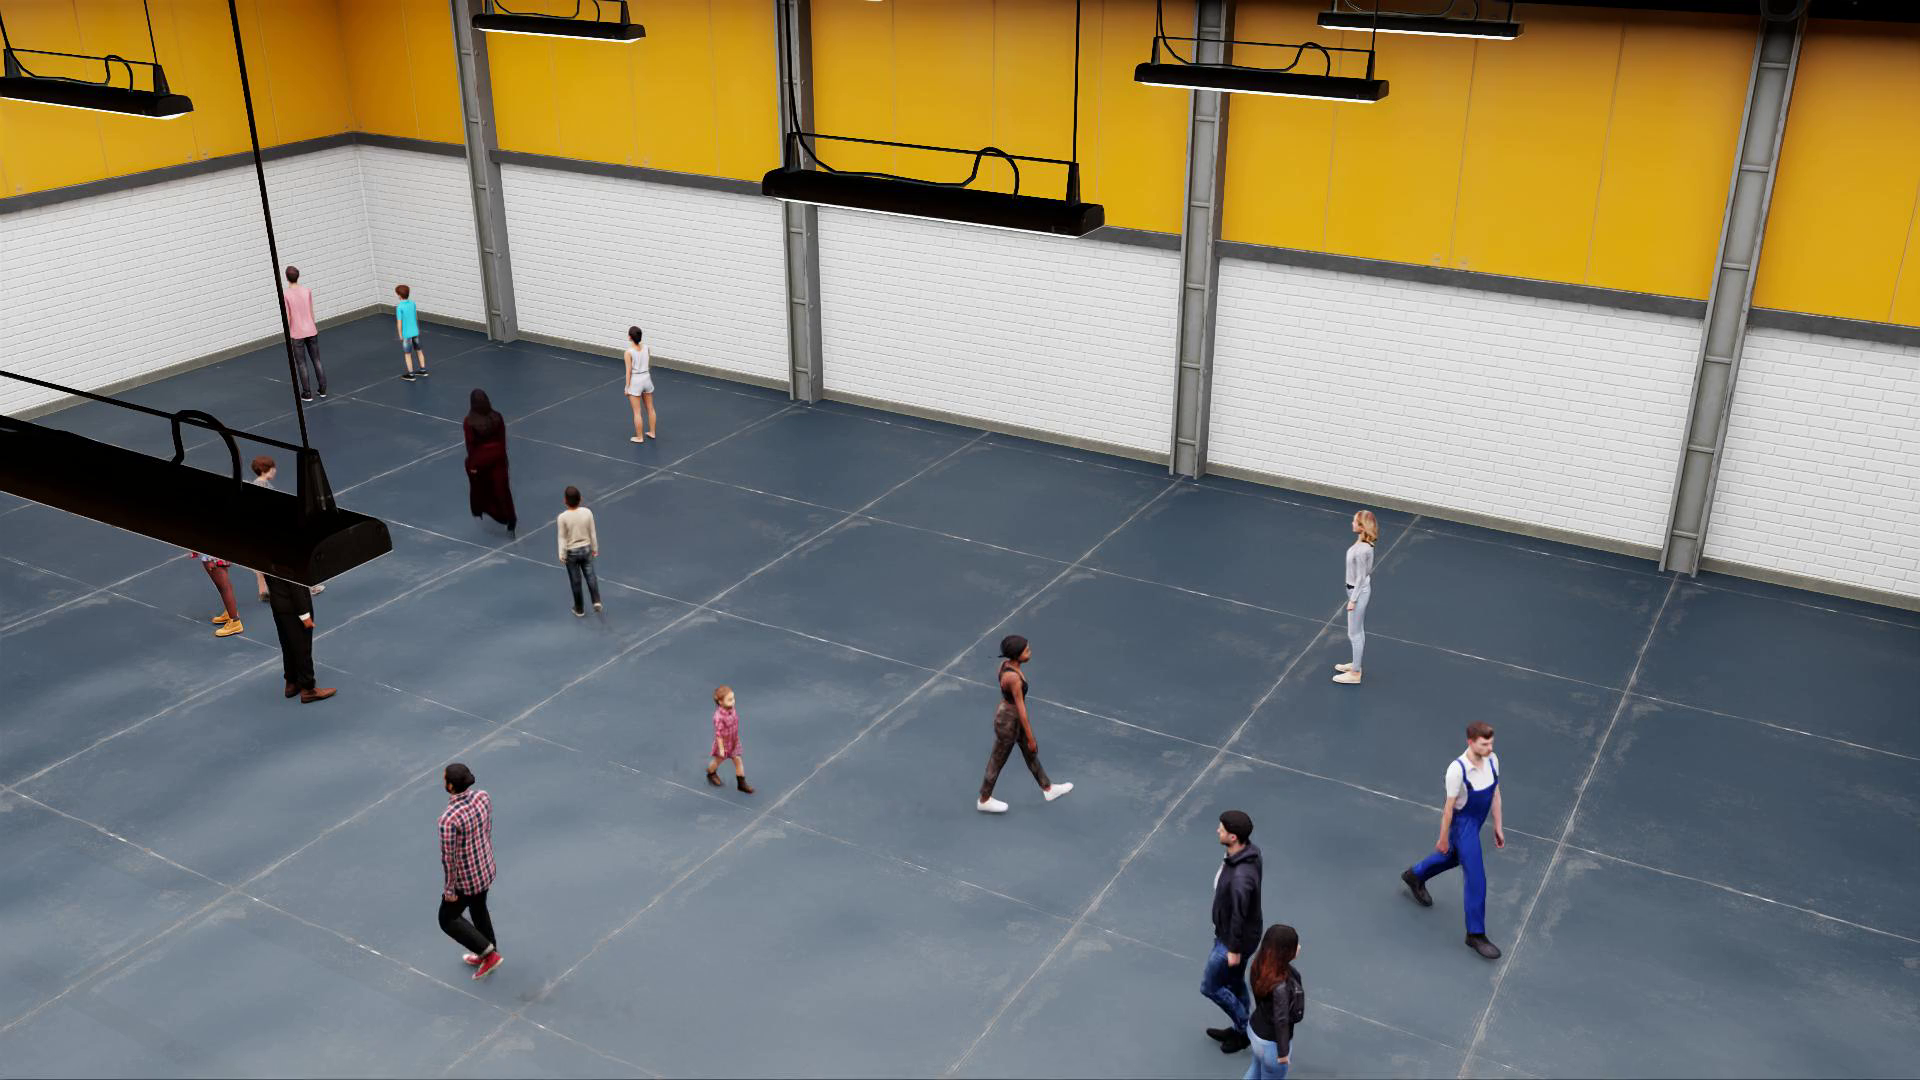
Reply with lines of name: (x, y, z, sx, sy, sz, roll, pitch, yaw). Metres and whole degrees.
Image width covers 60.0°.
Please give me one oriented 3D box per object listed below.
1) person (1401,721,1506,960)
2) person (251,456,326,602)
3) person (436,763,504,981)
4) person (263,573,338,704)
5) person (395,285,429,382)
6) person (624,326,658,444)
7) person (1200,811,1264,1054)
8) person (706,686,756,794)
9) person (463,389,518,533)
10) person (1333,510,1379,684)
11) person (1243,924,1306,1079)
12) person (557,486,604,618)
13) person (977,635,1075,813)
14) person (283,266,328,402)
person: (3.737, 2.124, 12.478, 0.988, 1.807, 1.340, -17, 29, -33)
person: (-7.473, -0.091, 17.768, 0.980, 1.629, 0.968, -10, 26, -22)
person: (-3.473, 2.397, 11.925, 0.735, 1.750, 0.757, 8, 25, 18)
person: (-6.353, 0.629, 15.777, 0.614, 1.904, 0.802, 19, 30, 36)
person: (-8.250, -3.126, 24.940, 0.472, 1.446, 0.524, 14, 27, 28)
person: (-4.316, -2.108, 22.416, 0.614, 1.601, 0.614, 20, 31, 38)
person: (1.945, 2.668, 11.150, 0.761, 1.874, 0.772, 6, 24, 14)
person: (-2.057, 1.712, 14.410, 0.717, 1.015, 0.425, 13, 27, 28)
person: (-5.478, -0.878, 19.471, 0.951, 1.708, 1.226, -18, 29, -35)
person: (3.851, 0.543, 16.109, 0.562, 1.796, 0.628, 7, 25, 17)
person: (1.952, 3.108, 10.443, 0.760, 1.634, 0.732, -3, 24, -6)
person: (-3.977, 0.155, 17.424, 0.696, 1.454, 0.778, -15, 28, -31)
person: (0.335, 1.569, 13.924, 1.150, 1.666, 0.982, -2, 24, -4)
person: (-9.477, -2.986, 23.979, 0.617, 1.959, 0.674, 20, 30, 38)
